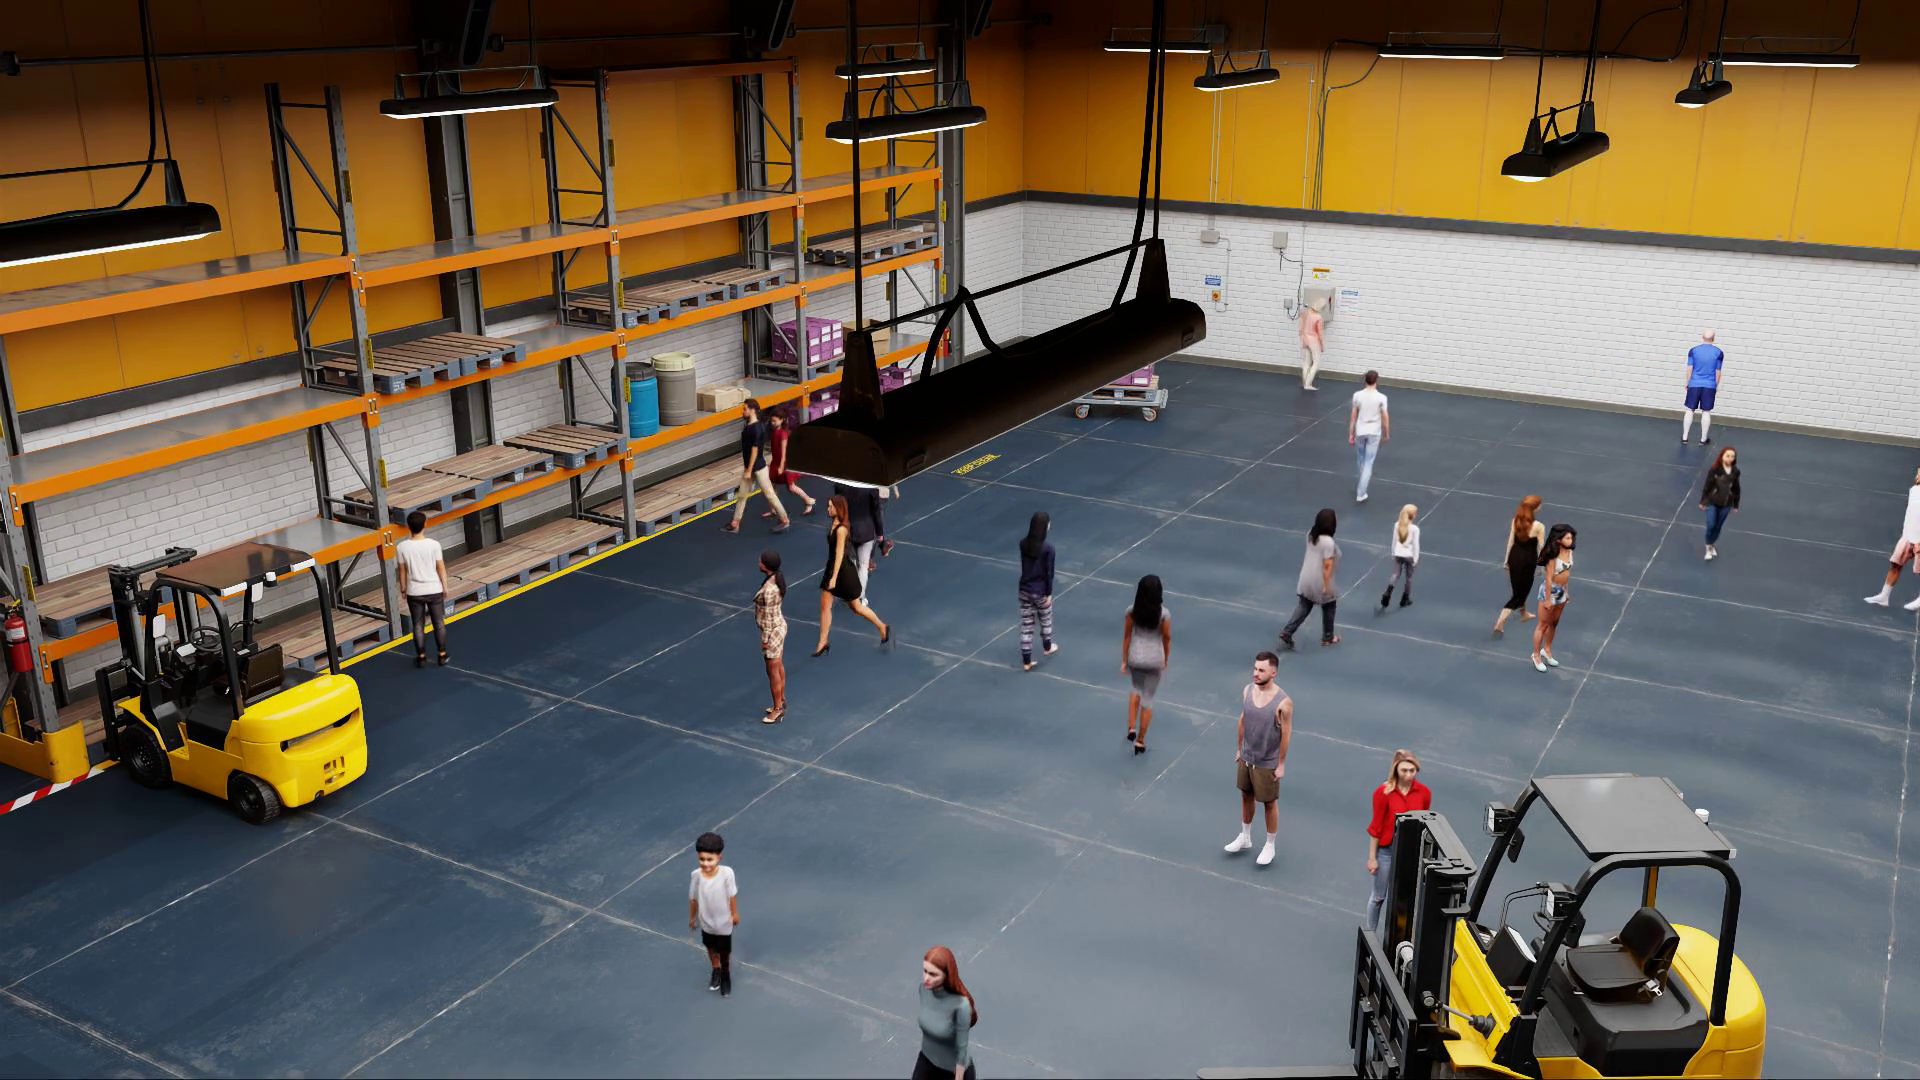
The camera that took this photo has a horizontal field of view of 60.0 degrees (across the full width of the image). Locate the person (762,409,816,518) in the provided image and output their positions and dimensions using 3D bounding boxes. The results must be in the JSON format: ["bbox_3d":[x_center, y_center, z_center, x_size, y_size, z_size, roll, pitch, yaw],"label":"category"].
[{"bbox_3d":[-2.357,-1.049,22.683,1.026,1.526,0.822,-12,22,-31],"label":"person"}]

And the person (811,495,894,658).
[{"bbox_3d":[-1.179,0.420,17.901,1.182,1.795,1.081,-6,20,-18],"label":"person"}]

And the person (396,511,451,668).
[{"bbox_3d":[-5.722,0.513,17.738,0.698,1.721,0.753,-4,19,-13],"label":"person"}]

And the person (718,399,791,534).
[{"bbox_3d":[-2.599,-0.936,21.906,1.257,1.808,1.070,-9,20,-24],"label":"person"}]

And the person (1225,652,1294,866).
[{"bbox_3d":[2.488,1.761,13.699,0.678,1.846,0.649,16,25,40],"label":"person"}]

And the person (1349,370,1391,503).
[{"bbox_3d":[5.711,-1.426,23.370,0.677,1.803,1.145,11,22,31],"label":"person"}]

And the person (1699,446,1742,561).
[{"bbox_3d":[9.629,-0.498,21.140,0.757,1.465,0.869,2,19,7],"label":"person"}]

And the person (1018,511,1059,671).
[{"bbox_3d":[0.749,0.563,17.624,0.594,1.700,0.896,11,21,29],"label":"person"}]

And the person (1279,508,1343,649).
[{"bbox_3d":[3.850,0.436,18.181,1.088,1.585,0.916,-11,21,-29],"label":"person"}]

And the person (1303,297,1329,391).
[{"bbox_3d":[6.291,-3.544,29.836,0.793,1.690,0.793,-15,24,-38],"label":"person"}]

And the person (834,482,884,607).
[{"bbox_3d":[-1.200,-0.089,19.182,0.791,1.940,0.782,5,19,14],"label":"person"}]

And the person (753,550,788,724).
[{"bbox_3d":[-1.838,0.937,16.364,0.724,1.795,0.614,2,19,7],"label":"person"}]

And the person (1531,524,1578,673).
[{"bbox_3d":[6.300,0.596,17.650,0.608,1.621,0.707,-15,23,-37],"label":"person"}]

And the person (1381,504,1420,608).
[{"bbox_3d":[5.138,0.204,19.367,0.590,1.267,0.783,17,25,40],"label":"person"}]

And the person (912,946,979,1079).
[{"bbox_3d":[-0.020,3.162,9.924,0.740,1.688,1.208,16,24,39],"label":"person"}]

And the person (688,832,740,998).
[{"bbox_3d":[-1.766,2.670,12.074,0.597,1.249,0.634,1,19,4],"label":"person"}]

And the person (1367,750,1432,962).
[{"bbox_3d":[3.250,2.329,12.375,0.689,1.703,0.712,-2,19,-7],"label":"person"}]

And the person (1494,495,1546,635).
[{"bbox_3d":[6.232,0.308,18.562,1.175,1.584,0.864,-15,24,-38],"label":"person"}]

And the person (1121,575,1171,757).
[{"bbox_3d":[1.725,1.210,15.596,0.636,1.768,0.708,5,19,16],"label":"person"}]

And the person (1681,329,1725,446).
[{"bbox_3d":[11.731,-2.431,26.291,0.667,1.842,0.560,10,21,27],"label":"person"}]

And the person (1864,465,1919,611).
[{"bbox_3d":[11.177,-0.014,19.243,1.041,1.760,0.995,-4,19,-13],"label":"person"}]
